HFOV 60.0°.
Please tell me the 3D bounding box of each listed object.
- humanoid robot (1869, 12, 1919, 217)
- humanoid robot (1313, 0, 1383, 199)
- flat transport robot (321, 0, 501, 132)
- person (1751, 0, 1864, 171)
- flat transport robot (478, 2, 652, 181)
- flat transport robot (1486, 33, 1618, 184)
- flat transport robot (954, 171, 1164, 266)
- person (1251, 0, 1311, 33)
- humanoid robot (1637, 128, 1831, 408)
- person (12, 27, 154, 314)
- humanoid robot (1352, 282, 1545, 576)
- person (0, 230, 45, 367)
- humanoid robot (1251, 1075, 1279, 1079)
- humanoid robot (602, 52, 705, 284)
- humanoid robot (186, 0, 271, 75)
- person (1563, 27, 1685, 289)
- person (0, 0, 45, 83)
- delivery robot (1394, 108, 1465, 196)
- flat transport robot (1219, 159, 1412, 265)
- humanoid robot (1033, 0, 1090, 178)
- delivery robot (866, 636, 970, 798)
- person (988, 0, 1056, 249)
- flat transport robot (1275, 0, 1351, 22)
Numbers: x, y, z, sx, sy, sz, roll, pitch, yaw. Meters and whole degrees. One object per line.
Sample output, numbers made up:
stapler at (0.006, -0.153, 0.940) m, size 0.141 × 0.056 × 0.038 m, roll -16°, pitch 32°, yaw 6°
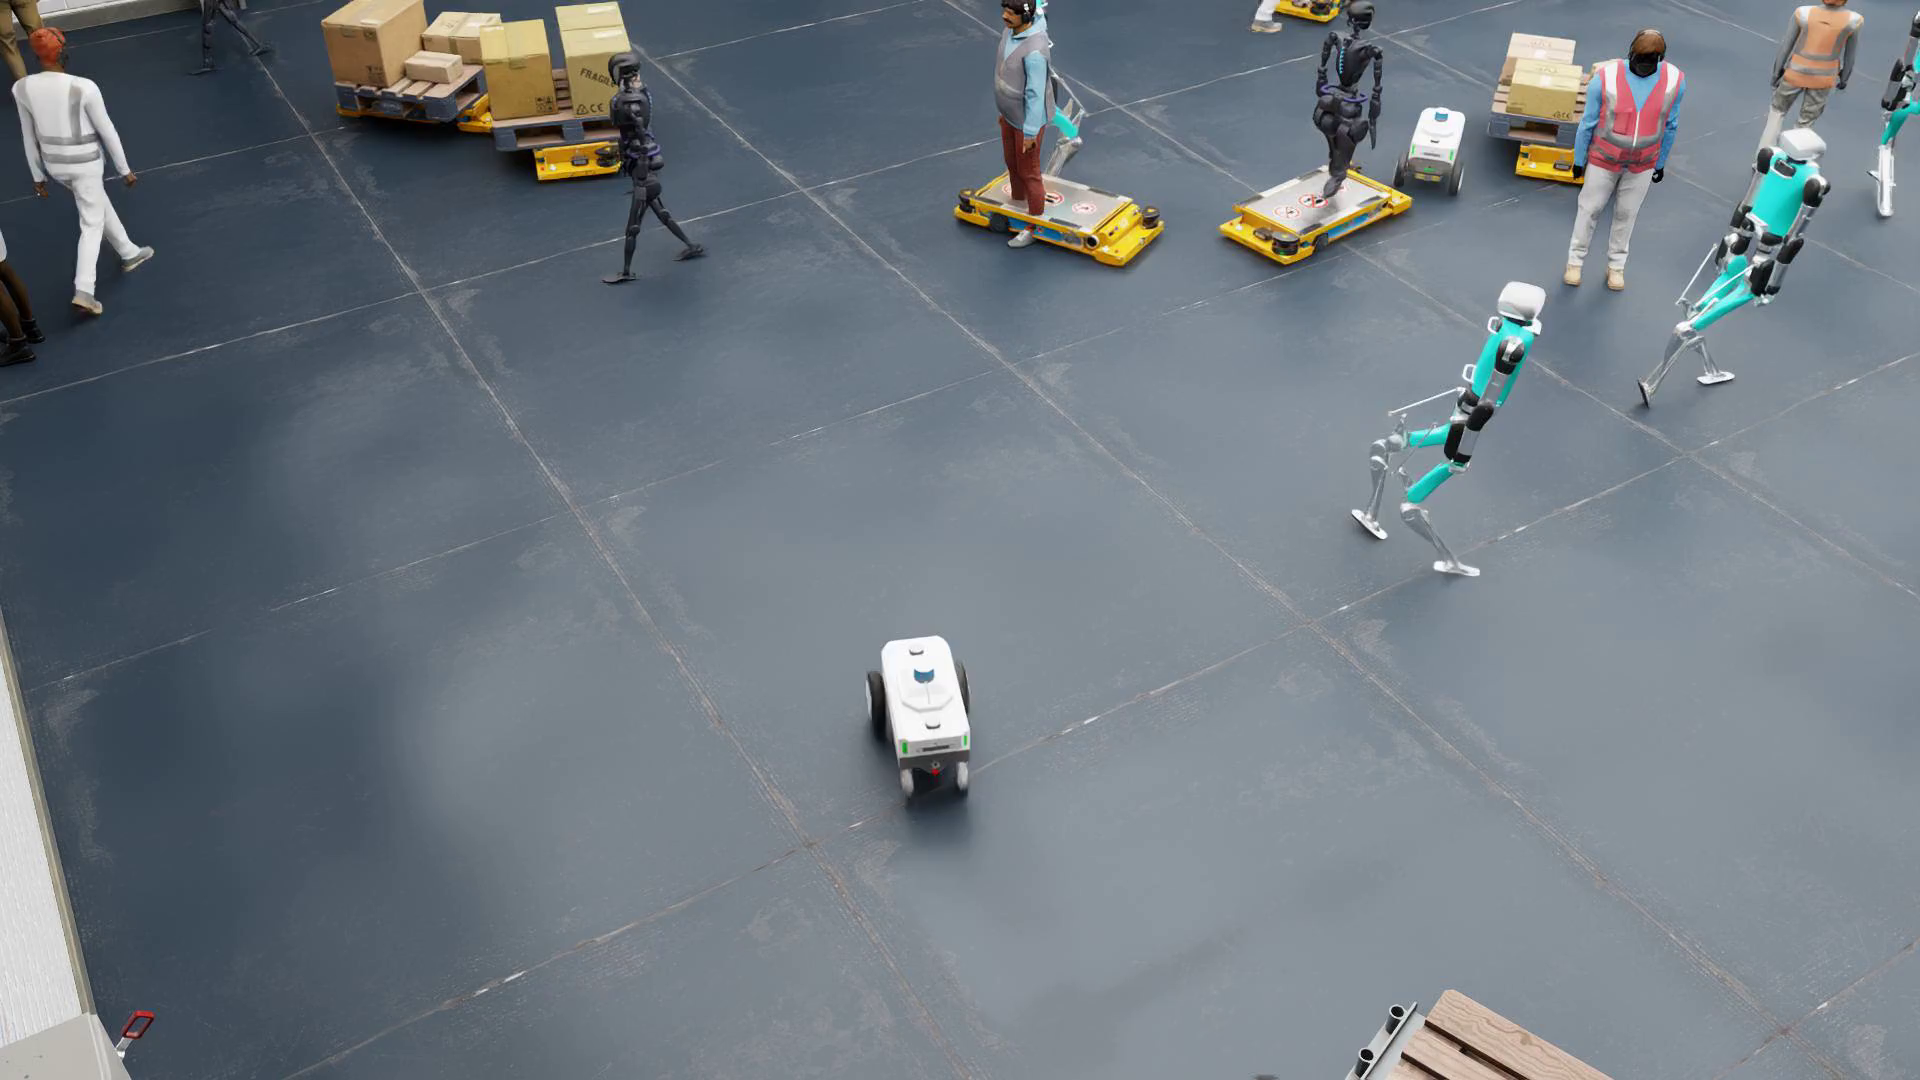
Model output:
humanoid robot at (7.025, -3.316, 12.279) m, size 0.545 × 1.727 × 0.957 m, roll 5°, pitch 39°, yaw 6°
humanoid robot at (2.767, -3.110, 12.117) m, size 0.736 × 1.641 × 0.586 m, roll -31°, pitch 48°, yaw -33°
flat transport robot at (-4.434, -3.699, 13.959) m, size 1.431 × 0.231 × 0.659 m, roll 10°, pitch 39°, yaw 12°
person at (6.426, -3.482, 12.586) m, size 0.537 × 1.631 × 0.363 m, roll 19°, pitch 42°, yaw 23°
flat transport robot at (-3.146, -3.322, 13.483) m, size 0.659 × 0.231 × 1.431 m, roll -10°, pitch 39°, yaw -12°
flat transport robot at (4.889, -3.264, 13.410) m, size 0.659 × 0.231 × 1.431 m, roll 13°, pitch 40°, yaw 15°
flat transport robot at (0.728, -2.420, 12.345) m, size 1.431 × 0.231 × 0.659 m, roll 22°, pitch 43°, yaw 25°
person at (3.101, -5.544, 15.047) m, size 0.964 × 1.824 × 0.586 m, roll -16°, pitch 41°, yaw -19°
humanoid robot at (4.585, -1.619, 10.160) m, size 0.968 × 1.760 × 0.543 m, roll -11°, pitch 40°, yaw -13°
person at (-5.964, -2.467, 11.174) m, size 0.589 × 1.816 × 1.021 m, roll 5°, pitch 39°, yaw 6°
humanoid robot at (2.493, -0.629, 8.948) m, size 0.939 × 1.770 × 0.530 m, roll 13°, pitch 40°, yaw 16°
person at (-6.265, -2.002, 10.476) m, size 0.358 × 1.937 × 0.544 m, roll -4°, pitch 39°, yaw -6°
humanoid robot at (0.938, 2.307, 5.308) m, size 0.596 × 1.643 × 0.810 m, roll -19°, pitch 42°, yaw -22°
humanoid robot at (-2.195, -2.576, 11.446) m, size 0.780 × 1.624 × 0.599 m, roll -13°, pitch 40°, yaw -16°
humanoid robot at (-6.500, -4.890, 14.371) m, size 0.789 × 1.628 × 0.590 m, roll -28°, pitch 46°, yaw -30°
person at (4.482, -2.582, 11.295) m, size 0.635 × 1.833 × 0.430 m, roll 5°, pitch 39°, yaw 7°
person at (-7.851, -4.452, 13.702) m, size 0.534 × 1.766 × 0.364 m, roll -27°, pitch 46°, yaw -30°
delivery robot at (3.693, -3.055, 12.913) m, size 0.499 × 0.590 × 0.793 m, roll 13°, pitch 40°, yaw 15°
flat transport robot at (2.661, -2.456, 12.391) m, size 1.431 × 0.231 × 0.659 m, roll -28°, pitch 46°, yaw -30°
humanoid robot at (0.702, -3.364, 12.338) m, size 0.708 × 1.765 × 0.530 m, roll -12°, pitch 40°, yaw -15°
delivery robot at (-0.172, 0.805, 8.026) m, size 0.499 × 0.571 × 0.756 m, roll -6°, pitch 39°, yaw -8°
person at (0.454, -2.989, 11.778) m, size 0.416 × 1.872 × 0.527 m, roll -14°, pitch 40°, yaw -16°
flat transport robot at (3.521, -5.352, 16.045) m, size 0.659 × 0.231 × 1.431 m, roll 22°, pitch 43°, yaw 26°
